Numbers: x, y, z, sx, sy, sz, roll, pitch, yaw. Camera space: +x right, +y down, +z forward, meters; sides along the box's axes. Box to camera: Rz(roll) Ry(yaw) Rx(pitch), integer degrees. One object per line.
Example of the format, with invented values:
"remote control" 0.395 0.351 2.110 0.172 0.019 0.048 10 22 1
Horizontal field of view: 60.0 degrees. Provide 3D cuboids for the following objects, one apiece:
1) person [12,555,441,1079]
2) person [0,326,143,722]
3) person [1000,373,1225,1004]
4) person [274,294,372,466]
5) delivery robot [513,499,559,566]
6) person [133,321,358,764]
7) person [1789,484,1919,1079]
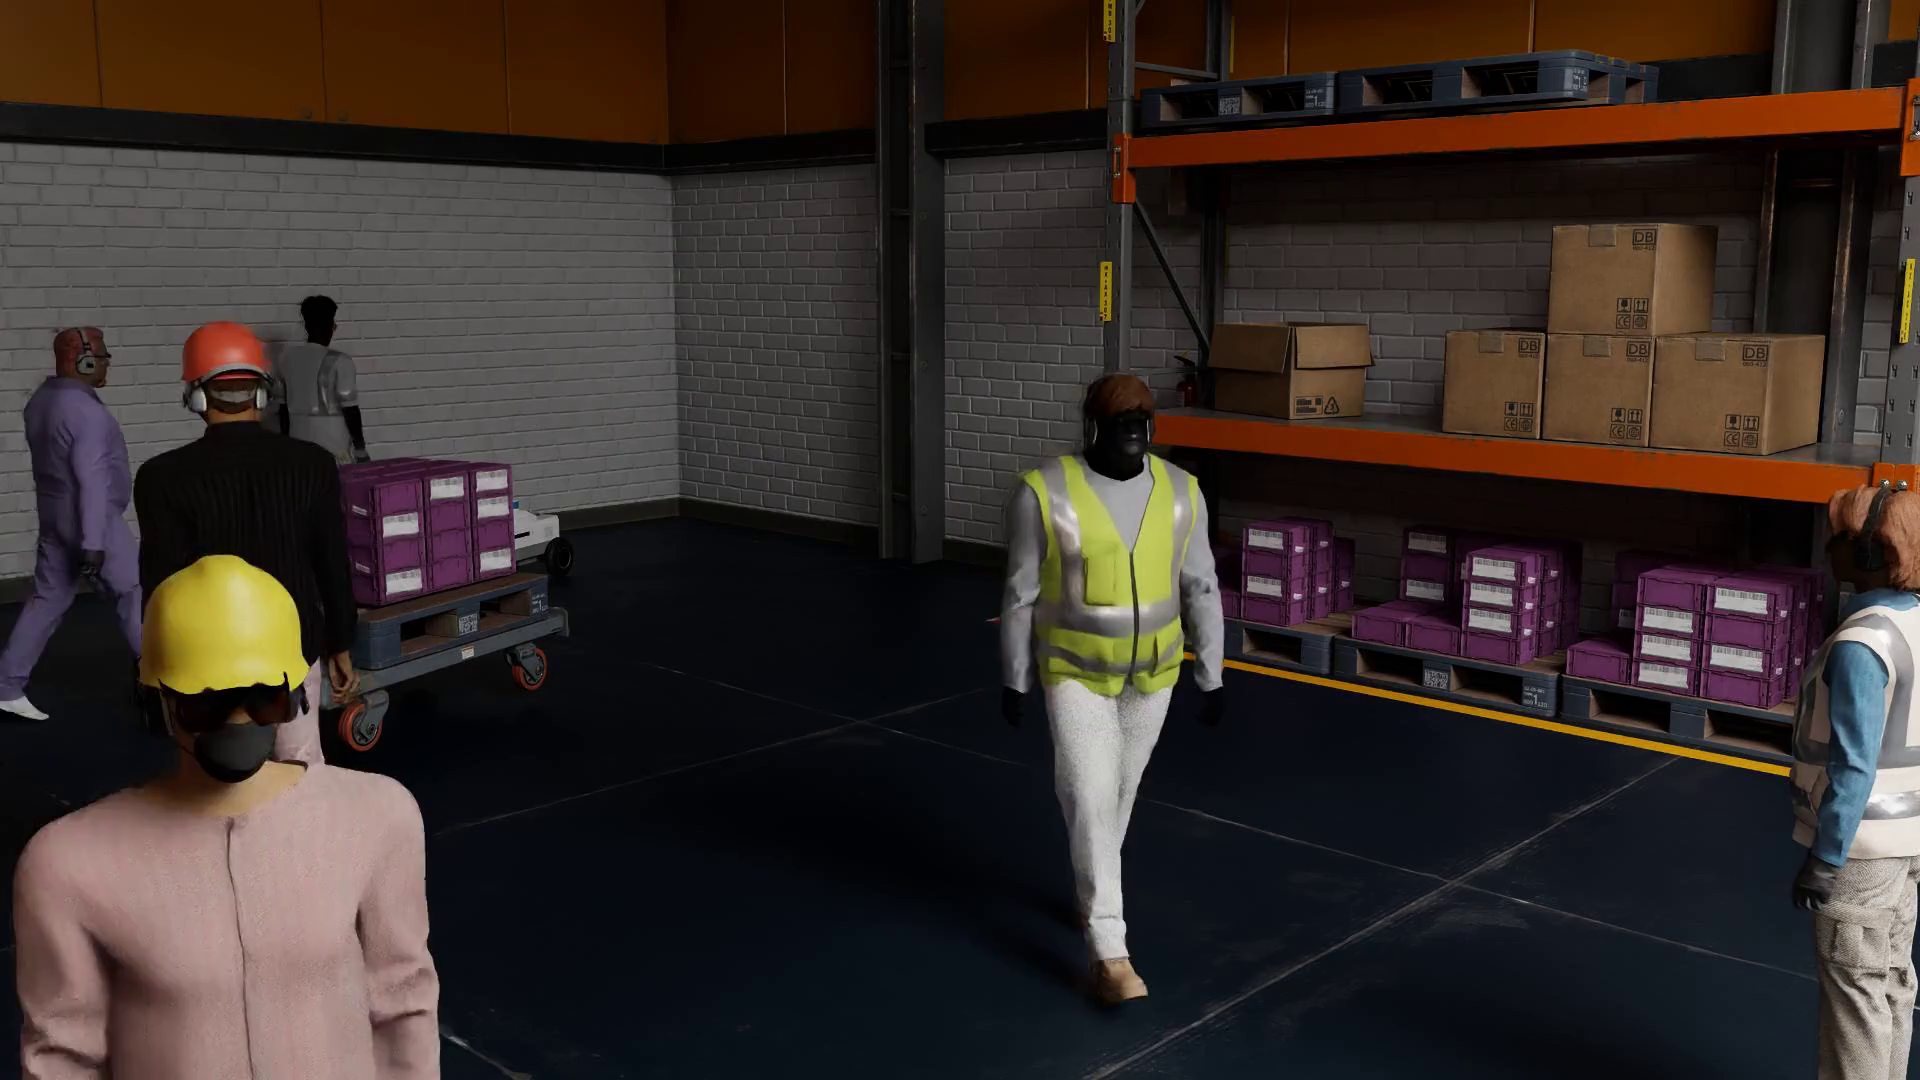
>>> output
"person" -1.016 0.870 2.358 0.533 1.756 0.518 -6 11 -33
"person" -4.175 -0.075 7.853 0.639 1.863 0.987 6 11 34
"person" 0.497 0.426 4.899 0.660 1.806 0.874 -3 10 -18
"person" -4.213 -0.643 11.021 0.610 1.957 0.579 4 10 22
"delivery robot" -3.032 -0.030 11.256 0.477 0.478 0.707 3 10 21
"person" -2.076 0.342 4.944 0.625 1.974 0.771 -9 13 -44
"person" 2.061 0.689 3.812 0.310 1.642 0.514 9 13 42
